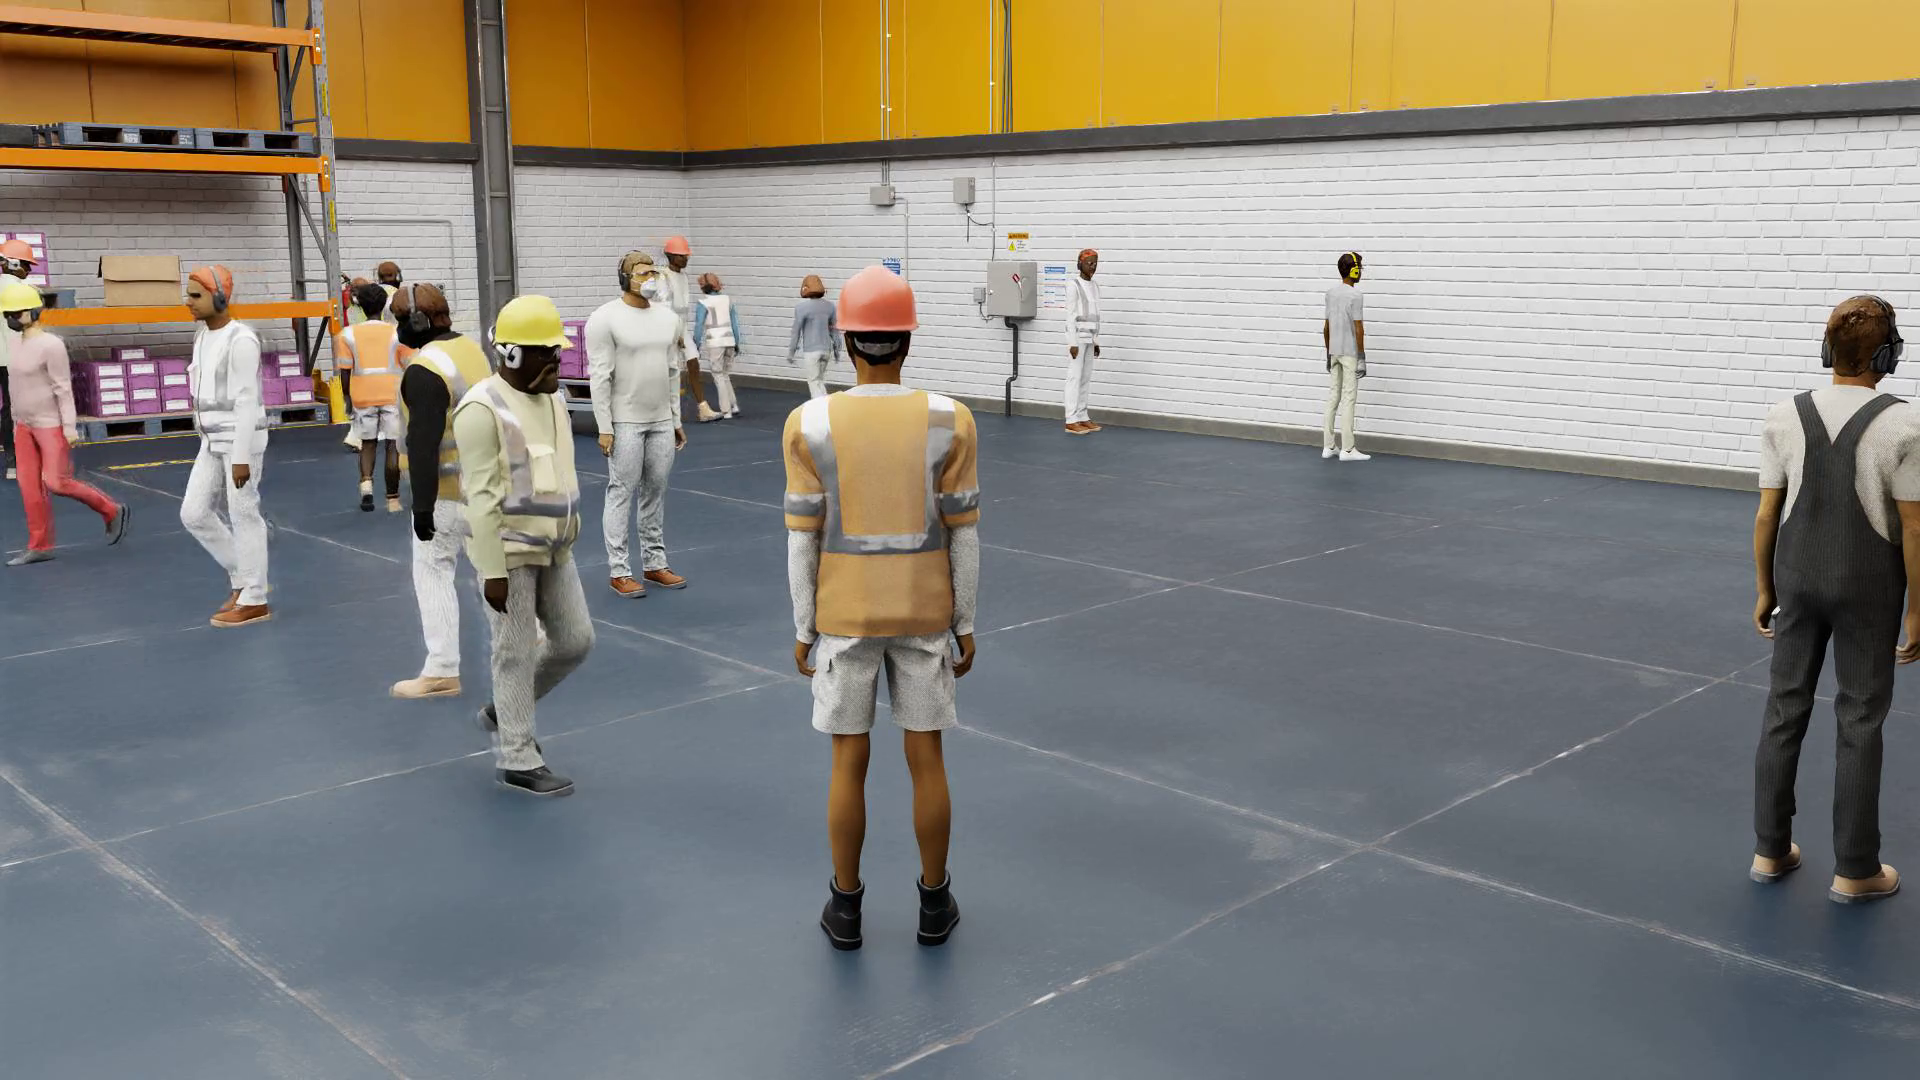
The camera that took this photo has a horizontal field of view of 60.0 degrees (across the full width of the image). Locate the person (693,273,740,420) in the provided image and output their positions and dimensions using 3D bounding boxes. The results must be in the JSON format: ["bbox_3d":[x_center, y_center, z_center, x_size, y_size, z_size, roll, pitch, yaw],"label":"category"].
[{"bbox_3d":[-2.666,-2.120,18.268,0.409,1.607,0.534,8,13,36],"label":"person"}]

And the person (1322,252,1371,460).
[{"bbox_3d":[3.496,-1.653,15.025,0.329,1.872,0.507,-6,12,-28],"label":"person"}]

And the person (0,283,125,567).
[{"bbox_3d":[-5.627,-0.725,10.323,0.523,1.741,0.636,6,12,28],"label":"person"}]

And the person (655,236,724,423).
[{"bbox_3d":[-2.954,-2.221,17.757,0.945,1.998,0.605,6,12,29],"label":"person"}]

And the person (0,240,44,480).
[{"bbox_3d":[-7.782,-1.484,13.789,0.610,1.984,0.399,7,13,35],"label":"person"}]

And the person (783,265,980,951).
[{"bbox_3d":[-0.218,0.205,4.701,0.545,1.941,0.350,-1,10,-5],"label":"person"}]

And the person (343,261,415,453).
[{"bbox_3d":[-5.361,-1.707,15.561,0.628,1.792,0.911,6,12,31],"label":"person"}]

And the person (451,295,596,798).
[{"bbox_3d":[-1.575,0.033,5.989,0.451,1.817,0.602,4,11,21],"label":"person"}]

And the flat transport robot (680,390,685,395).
[{"bbox_3d":[-4.064,-1.828,20.342,0.652,0.197,1.431,5,12,27],"label":"flat transport robot"}]

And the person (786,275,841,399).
[{"bbox_3d":[-1.513,-1.939,17.285,0.471,1.613,0.531,10,14,43],"label":"person"}]

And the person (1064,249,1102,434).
[{"bbox_3d":[1.273,-2.040,17.102,0.362,1.882,0.575,6,12,31],"label":"person"}]

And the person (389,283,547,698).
[{"bbox_3d":[-2.218,-0.230,7.443,0.536,1.814,0.825,1,10,8],"label":"person"}]

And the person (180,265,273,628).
[{"bbox_3d":[-3.783,-0.468,8.557,0.606,1.870,0.417,9,14,40],"label":"person"}]

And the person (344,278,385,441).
[{"bbox_3d":[-5.839,-1.751,16.265,0.495,1.612,0.542,4,11,22],"label":"person"}]

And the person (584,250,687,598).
[{"bbox_3d":[-1.805,-0.656,9.402,0.373,1.940,0.629,8,13,38],"label":"person"}]

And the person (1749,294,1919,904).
[{"bbox_3d":[2.681,0.183,5.080,0.345,1.847,0.504,-9,14,-40],"label":"person"}]

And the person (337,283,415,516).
[{"bbox_3d":[-4.180,-1.006,11.997,0.538,1.683,0.372,-1,10,-7],"label":"person"}]
